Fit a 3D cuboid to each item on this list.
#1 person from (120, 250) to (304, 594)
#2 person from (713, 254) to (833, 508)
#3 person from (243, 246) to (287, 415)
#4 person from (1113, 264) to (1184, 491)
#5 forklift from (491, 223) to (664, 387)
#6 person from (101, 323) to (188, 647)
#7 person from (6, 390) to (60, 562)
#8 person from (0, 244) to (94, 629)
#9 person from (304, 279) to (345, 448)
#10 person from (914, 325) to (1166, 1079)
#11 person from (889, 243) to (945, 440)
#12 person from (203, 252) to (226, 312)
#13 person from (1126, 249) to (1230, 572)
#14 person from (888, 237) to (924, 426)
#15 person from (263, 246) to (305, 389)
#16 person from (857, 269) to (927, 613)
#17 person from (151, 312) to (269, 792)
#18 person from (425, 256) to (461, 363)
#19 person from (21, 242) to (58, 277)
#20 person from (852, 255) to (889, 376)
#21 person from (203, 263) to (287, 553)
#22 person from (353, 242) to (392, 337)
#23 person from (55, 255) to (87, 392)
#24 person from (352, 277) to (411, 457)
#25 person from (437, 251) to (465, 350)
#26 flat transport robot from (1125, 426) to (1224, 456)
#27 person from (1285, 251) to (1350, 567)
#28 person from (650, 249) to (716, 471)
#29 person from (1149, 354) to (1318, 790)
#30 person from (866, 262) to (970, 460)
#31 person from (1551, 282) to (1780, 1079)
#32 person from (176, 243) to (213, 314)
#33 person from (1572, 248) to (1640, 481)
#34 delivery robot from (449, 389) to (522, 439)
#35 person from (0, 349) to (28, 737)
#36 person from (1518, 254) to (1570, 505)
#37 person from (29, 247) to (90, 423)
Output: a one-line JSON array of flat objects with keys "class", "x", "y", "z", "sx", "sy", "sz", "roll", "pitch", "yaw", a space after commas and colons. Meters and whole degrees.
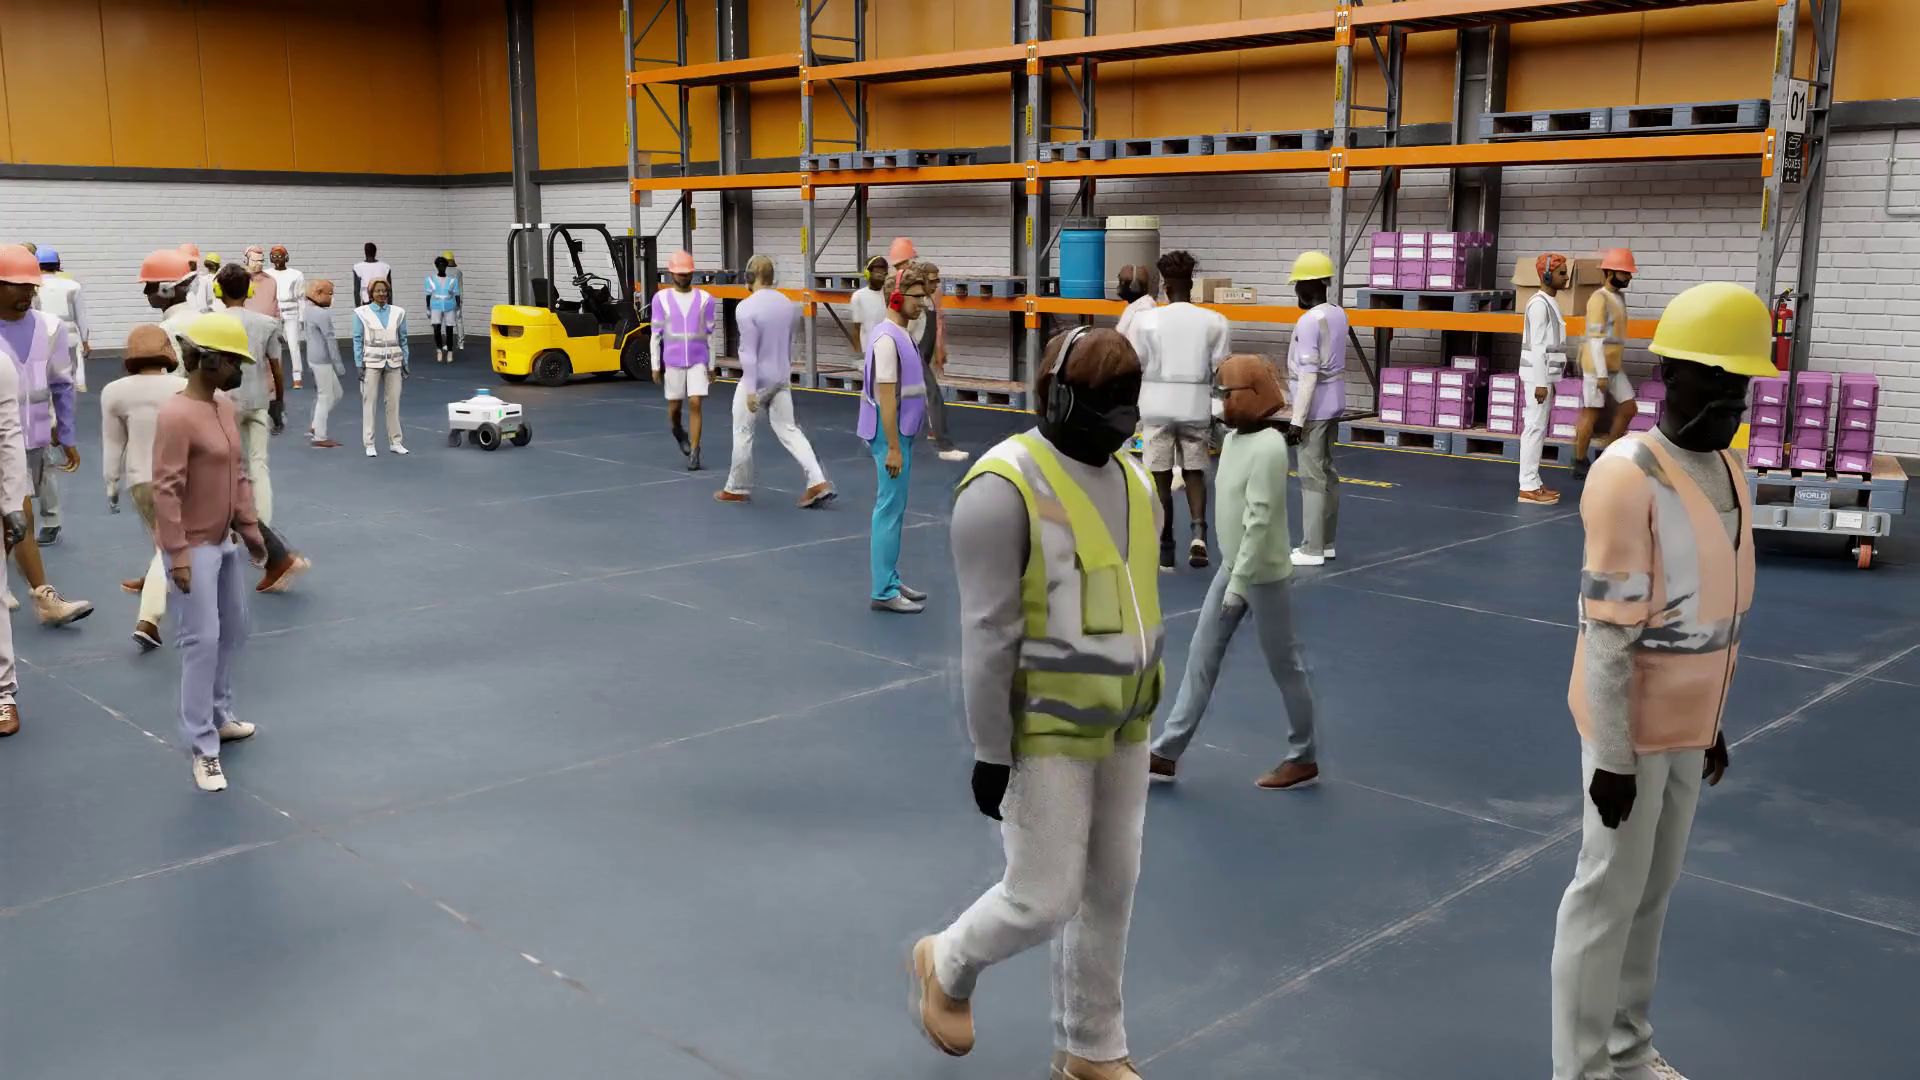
[{"class": "person", "x": -4.235, "y": -0.643, "z": 9.321, "sx": 0.990, "sy": 1.955, "sz": 0.621, "roll": -2, "pitch": 11, "yaw": -9}, {"class": "person", "x": -1.396, "y": -1.169, "z": 12.356, "sx": 1.015, "sy": 1.898, "sz": 0.635, "roll": 7, "pitch": 12, "yaw": 32}, {"class": "person", "x": -7.818, "y": -2.309, "z": 18.518, "sx": 0.407, "sy": 1.903, "sz": 0.639, "roll": 7, "pitch": 12, "yaw": 33}, {"class": "person", "x": 1.441, "y": -1.257, "z": 13.058, "sx": 0.921, "sy": 1.809, "sz": 0.638, "roll": 0, "pitch": 10, "yaw": 2}, {"class": "forklift", "x": -5.316, "y": -3.263, "z": 22.920, "sx": 2.313, "sy": 2.155, "sz": 1.214, "roll": -10, "pitch": 14, "yaw": -44}, {"class": "person", "x": -4.013, "y": -0.280, "z": 8.308, "sx": 0.503, "sy": 1.601, "sz": 0.830, "roll": 0, "pitch": 10, "yaw": 1}, {"class": "person", "x": -5.970, "y": -0.779, "z": 10.504, "sx": 0.615, "sy": 1.776, "sz": 0.989, "roll": -3, "pitch": 11, "yaw": -15}, {"class": "person", "x": -4.949, "y": -0.537, "z": 8.677, "sx": 1.064, "sy": 1.979, "sz": 0.606, "roll": 6, "pitch": 12, "yaw": 29}, {"class": "person", "x": -6.051, "y": -1.674, "z": 15.853, "sx": 0.362, "sy": 1.613, "sz": 0.498, "roll": -6, "pitch": 12, "yaw": -31}, {"class": "person", "x": 0.217, "y": 0.417, "z": 3.852, "sx": 0.568, "sy": 1.827, "sz": 0.647, "roll": 10, "pitch": 14, "yaw": 43}, {"class": "person", "x": -0.485, "y": -1.909, "z": 16.236, "sx": 0.693, "sy": 1.933, "sz": 0.907, "roll": 4, "pitch": 11, "yaw": 22}, {"class": "person", "x": -10.981, "y": -3.349, "z": 24.558, "sx": 0.533, "sy": 1.768, "sz": 0.310, "roll": -1, "pitch": 10, "yaw": -6}, {"class": "person", "x": 1.295, "y": -0.753, "z": 9.932, "sx": 0.610, "sy": 1.940, "sz": 0.452, "roll": -1, "pitch": 10, "yaw": -3}, {"class": "person", "x": -0.587, "y": -2.160, "z": 17.445, "sx": 0.379, "sy": 1.996, "sz": 0.611, "roll": 7, "pitch": 13, "yaw": 35}, {"class": "person", "x": -8.940, "y": -2.931, "z": 21.961, "sx": 0.576, "sy": 1.882, "sz": 0.355, "roll": -2, "pitch": 11, "yaw": -11}, {"class": "person", "x": -0.367, "y": -0.535, "z": 9.003, "sx": 0.373, "sy": 1.840, "sz": 0.571, "roll": 1, "pitch": 10, "yaw": 3}, {"class": "person", "x": -2.809, "y": 0.023, "z": 6.270, "sx": 0.378, "sy": 1.737, "sz": 0.798, "roll": -1, "pitch": 10, "yaw": -5}, {"class": "person", "x": -8.176, "y": -3.640, "z": 26.345, "sx": 0.550, "sy": 1.676, "sz": 0.563, "roll": -3, "pitch": 11, "yaw": -18}, {"class": "person", "x": -11.028, "y": -2.568, "z": 19.828, "sx": 0.628, "sy": 1.940, "sz": 0.378, "roll": -3, "pitch": 11, "yaw": -18}, {"class": "person", "x": -0.742, "y": -1.720, "z": 15.464, "sx": 0.569, "sy": 1.835, "sz": 0.452, "roll": -6, "pitch": 12, "yaw": -31}, {"class": "person", "x": -4.596, "y": -0.827, "z": 10.590, "sx": 0.571, "sy": 1.834, "sz": 0.836, "roll": -7, "pitch": 12, "yaw": -33}, {"class": "person", "x": -9.470, "y": -3.845, "z": 26.875, "sx": 0.597, "sy": 1.904, "sz": 0.448, "roll": -5, "pitch": 11, "yaw": -25}, {"class": "person", "x": -11.754, "y": -2.810, "z": 21.519, "sx": 0.948, "sy": 1.794, "sz": 0.660, "roll": 3, "pitch": 11, "yaw": 18}, {"class": "person", "x": -5.324, "y": -1.595, "z": 15.331, "sx": 0.515, "sy": 1.641, "sz": 0.315, "roll": -9, "pitch": 13, "yaw": -39}, {"class": "person", "x": -9.056, "y": -4.253, "z": 29.547, "sx": 0.295, "sy": 1.743, "sz": 0.493, "roll": 9, "pitch": 14, "yaw": 40}, {"class": "flat transport robot", "x": 1.677, "y": -0.930, "z": 15.442, "sx": 1.431, "sy": 0.197, "sz": 0.652, "roll": 5, "pitch": 11, "yaw": 25}, {"class": "person", "x": 2.160, "y": -0.797, "z": 10.196, "sx": 0.373, "sy": 1.927, "sz": 0.585, "roll": 7, "pitch": 12, "yaw": 32}, {"class": "person", "x": -2.423, "y": -1.585, "z": 14.570, "sx": 0.575, "sy": 1.909, "sz": 0.762, "roll": -2, "pitch": 11, "yaw": -11}, {"class": "person", "x": 0.958, "y": 0.139, "z": 5.983, "sx": 0.820, "sy": 1.592, "sz": 0.513, "roll": -2, "pitch": 11, "yaw": -13}, {"class": "person", "x": -0.414, "y": -1.603, "z": 14.979, "sx": 0.949, "sy": 1.794, "sz": 0.544, "roll": 2, "pitch": 11, "yaw": 11}, {"class": "person", "x": 1.566, "y": 0.398, "z": 3.696, "sx": 0.589, "sy": 1.923, "sz": 0.383, "roll": -10, "pitch": 14, "yaw": -43}, {"class": "person", "x": -8.356, "y": -2.257, "z": 18.135, "sx": 0.370, "sy": 1.934, "sz": 0.551, "roll": 8, "pitch": 13, "yaw": 36}, {"class": "person", "x": 5.317, "y": -1.410, "z": 13.558, "sx": 0.587, "sy": 1.914, "sz": 0.589, "roll": 10, "pitch": 14, "yaw": 43}, {"class": "delivery robot", "x": -4.541, "y": -1.202, "z": 15.896, "sx": 0.707, "sy": 0.478, "sz": 0.477, "roll": 6, "pitch": 12, "yaw": 28}, {"class": "person", "x": -4.091, "y": -0.137, "z": 6.643, "sx": 0.651, "sy": 1.913, "sz": 0.410, "roll": -4, "pitch": 11, "yaw": -20}, {"class": "person", "x": 4.430, "y": -1.218, "z": 12.621, "sx": 0.356, "sy": 1.883, "sz": 0.574, "roll": 5, "pitch": 11, "yaw": 24}, {"class": "person", "x": -9.503, "y": -2.107, "z": 17.432, "sx": 0.635, "sy": 1.900, "sz": 0.916, "roll": -7, "pitch": 13, "yaw": -35}]
